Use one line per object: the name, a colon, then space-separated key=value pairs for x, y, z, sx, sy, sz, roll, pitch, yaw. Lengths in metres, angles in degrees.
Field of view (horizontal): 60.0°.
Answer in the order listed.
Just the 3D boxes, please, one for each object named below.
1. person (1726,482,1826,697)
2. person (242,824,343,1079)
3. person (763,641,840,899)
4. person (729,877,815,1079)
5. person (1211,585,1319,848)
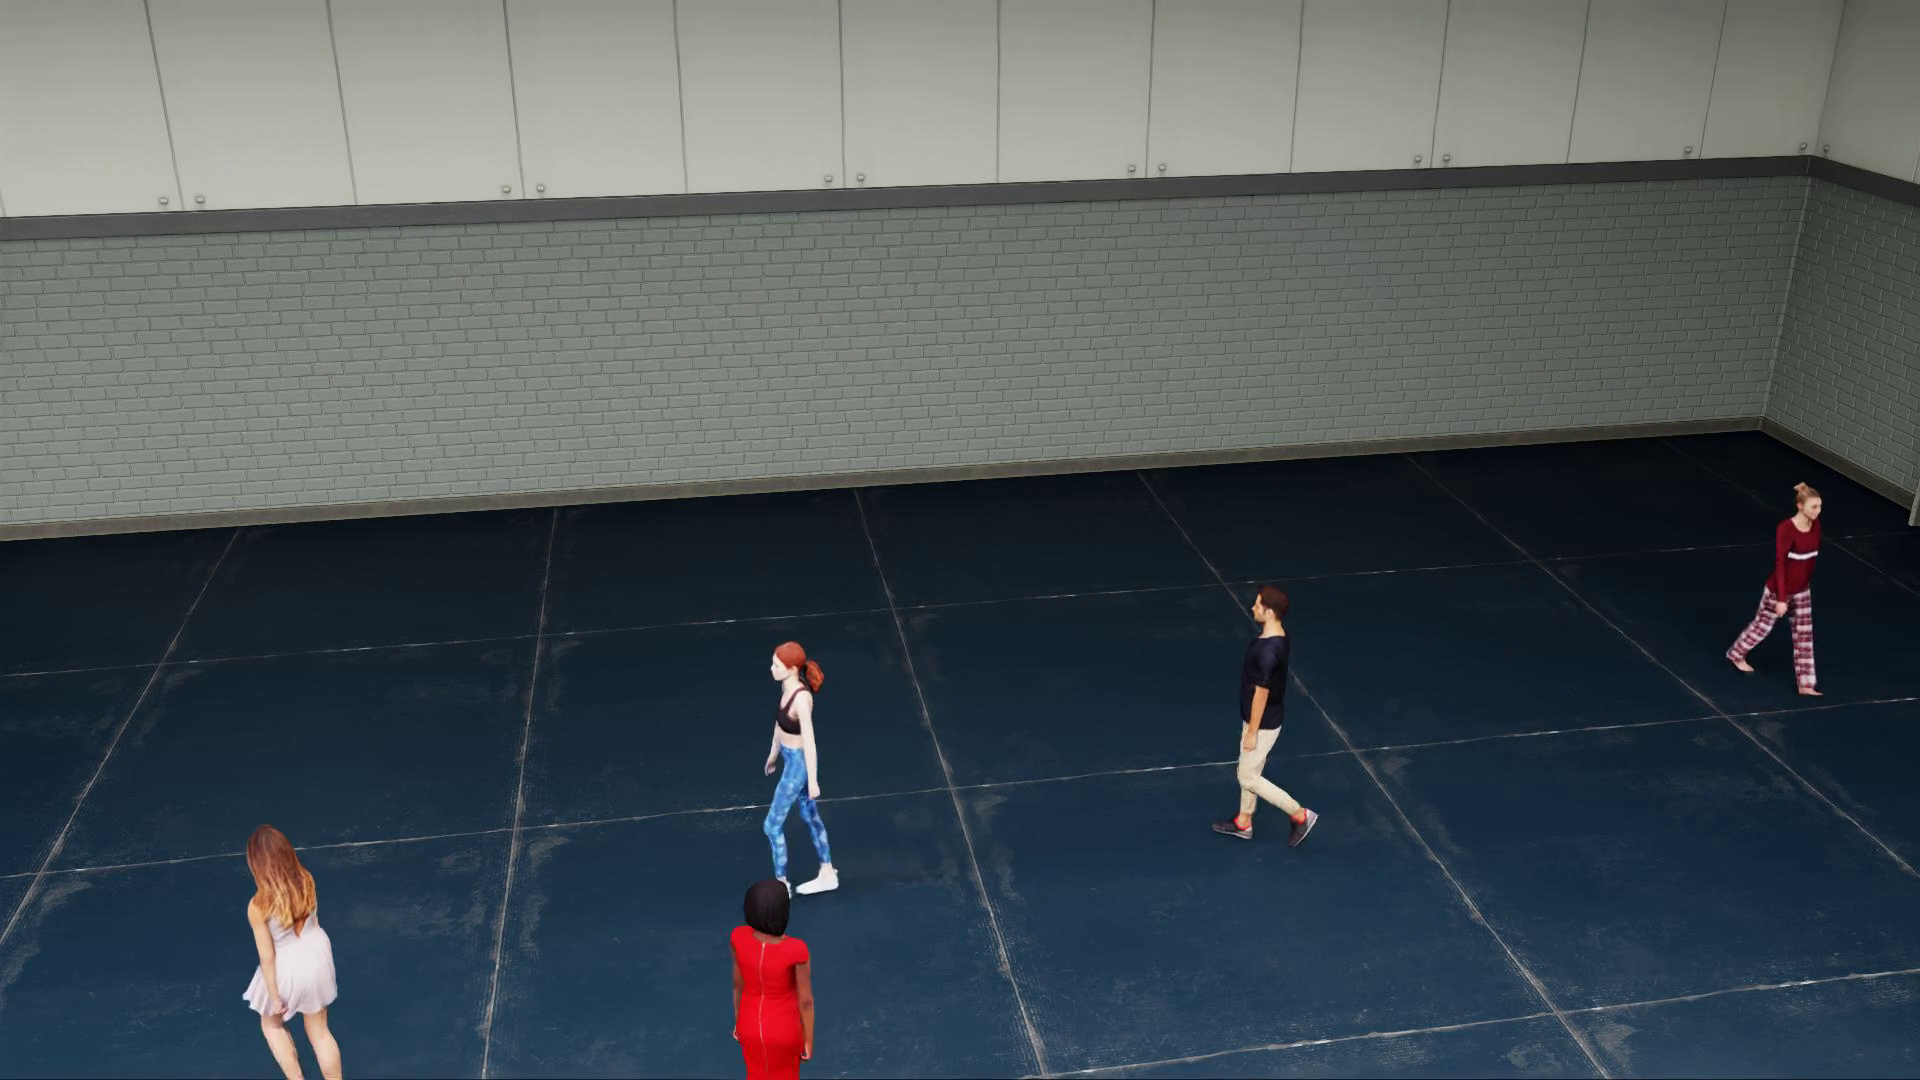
person: x=6.350 y=0.362 z=12.907 sx=0.792 sy=1.648 sz=1.137 roll=-9 pitch=25 yaw=-20
person: x=-3.263 y=2.245 z=8.344 sx=0.812 sy=1.753 sz=0.749 roll=18 pitch=29 yaw=35
person: x=-0.911 y=1.421 z=10.264 sx=0.651 sy=1.767 sz=0.757 roll=-5 pitch=24 yaw=-12
person: x=-0.940 y=2.413 z=7.977 sx=0.796 sy=1.732 sz=0.932 roll=7 pitch=24 yaw=16
person: x=2.020 y=1.179 z=10.738 sx=0.942 sy=1.841 sz=0.979 roll=6 pitch=24 yaw=14
